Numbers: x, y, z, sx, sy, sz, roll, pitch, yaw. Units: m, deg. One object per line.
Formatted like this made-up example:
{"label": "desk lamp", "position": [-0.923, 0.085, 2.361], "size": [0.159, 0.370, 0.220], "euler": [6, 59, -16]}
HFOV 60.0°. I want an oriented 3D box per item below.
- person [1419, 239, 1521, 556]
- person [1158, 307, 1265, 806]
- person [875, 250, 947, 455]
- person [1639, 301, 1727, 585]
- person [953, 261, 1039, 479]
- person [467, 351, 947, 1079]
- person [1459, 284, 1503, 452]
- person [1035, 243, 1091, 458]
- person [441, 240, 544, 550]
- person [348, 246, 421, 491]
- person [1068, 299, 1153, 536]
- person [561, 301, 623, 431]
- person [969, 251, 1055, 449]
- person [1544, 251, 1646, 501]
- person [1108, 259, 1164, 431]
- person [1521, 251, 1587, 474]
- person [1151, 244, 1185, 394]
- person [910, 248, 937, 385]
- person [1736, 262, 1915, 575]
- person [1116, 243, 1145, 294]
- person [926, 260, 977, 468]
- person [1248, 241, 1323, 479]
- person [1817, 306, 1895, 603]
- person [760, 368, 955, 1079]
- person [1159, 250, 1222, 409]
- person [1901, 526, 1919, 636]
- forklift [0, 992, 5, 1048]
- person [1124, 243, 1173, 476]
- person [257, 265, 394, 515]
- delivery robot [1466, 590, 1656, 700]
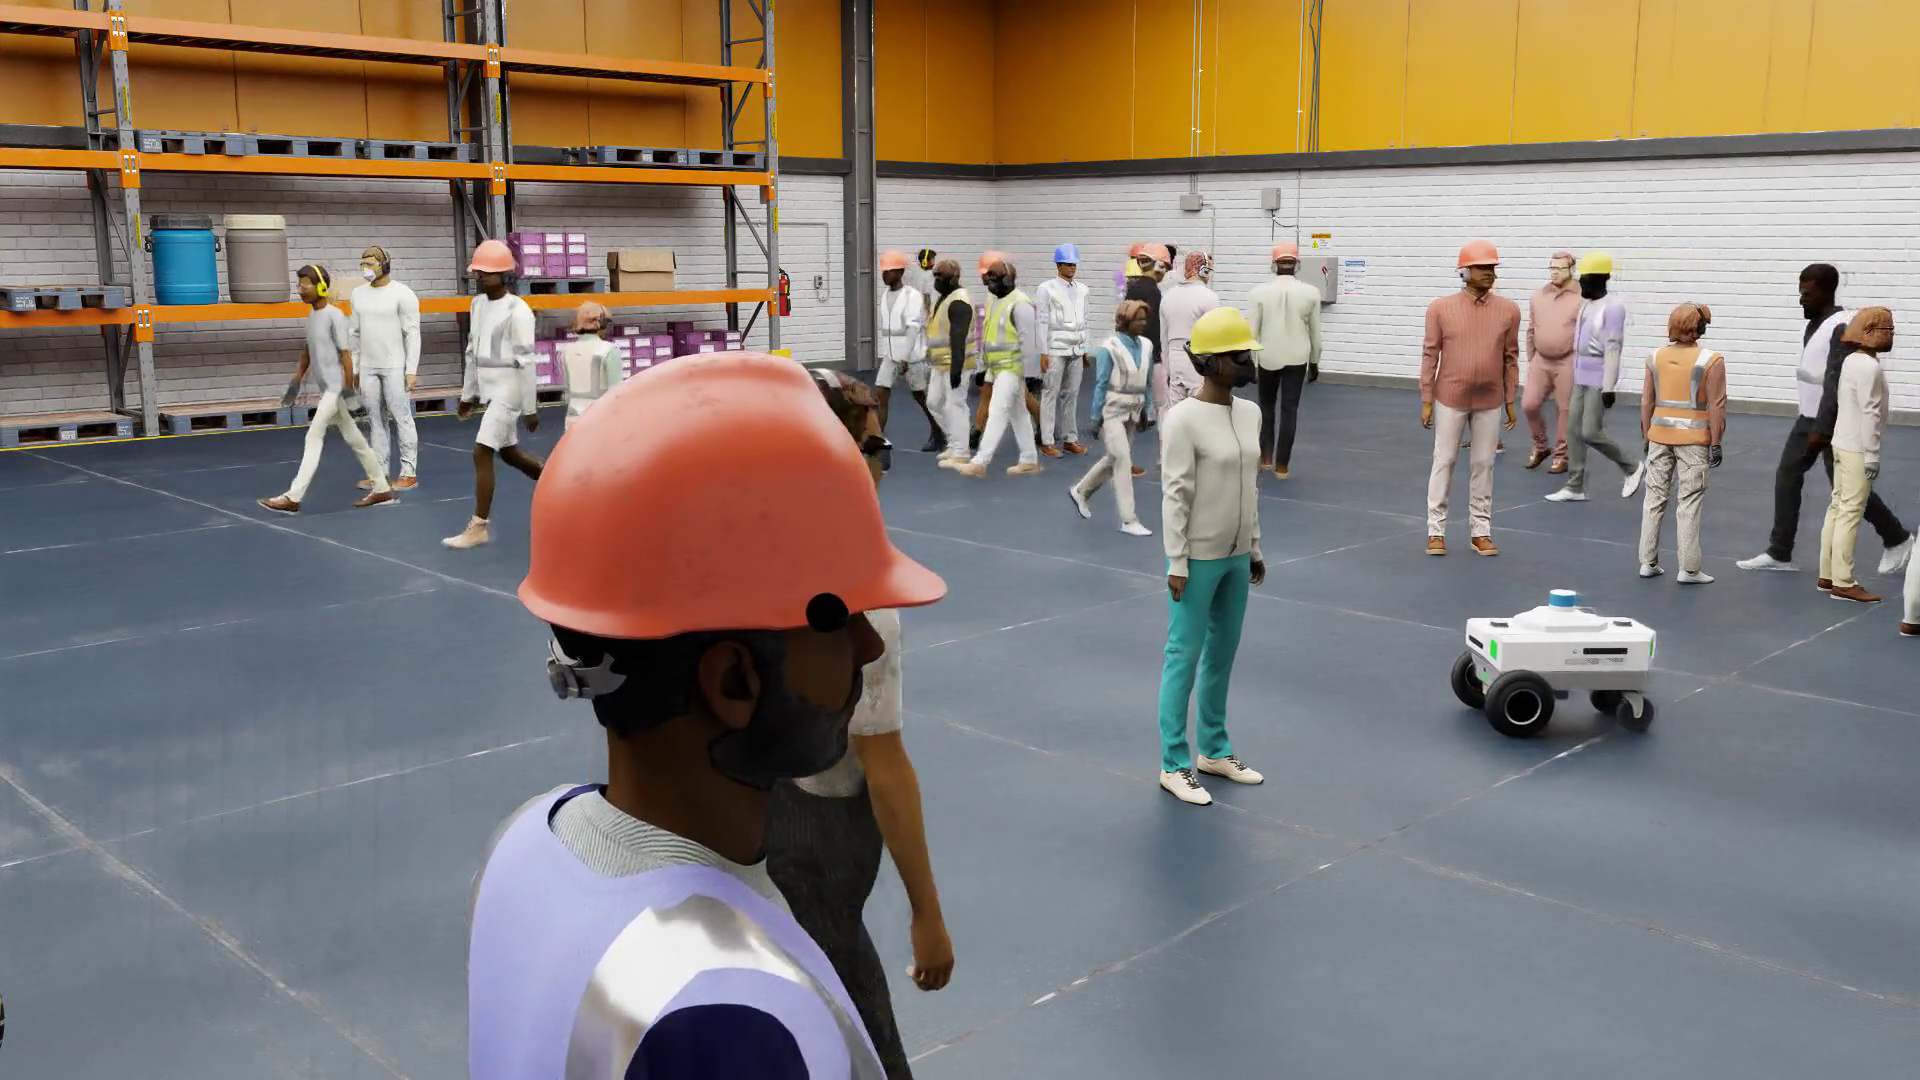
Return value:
{"label": "person", "position": [3.221, -0.892, 10.523], "size": [0.622, 1.996, 0.369], "euler": [0, 10, 2]}
{"label": "person", "position": [0.919, 0.053, 5.995], "size": [0.300, 1.772, 0.532], "euler": [10, 14, 44]}
{"label": "person", "position": [-0.515, -1.720, 15.363], "size": [0.545, 1.895, 0.996], "euler": [9, 13, 39]}
{"label": "person", "position": [4.198, -0.561, 9.689], "size": [0.309, 1.645, 0.514], "euler": [-7, 13, -35]}
{"label": "person", "position": [0.303, -1.411, 13.893], "size": [0.903, 1.798, 0.654], "euler": [-4, 11, -19]}
{"label": "person", "position": [-0.183, 0.824, 1.329], "size": [0.361, 1.939, 0.543], "euler": [-6, 12, -31]}
{"label": "person", "position": [4.856, -1.603, 15.455], "size": [0.502, 1.603, 0.514], "euler": [2, 11, 10]}
{"label": "person", "position": [0.951, -1.726, 15.208], "size": [0.605, 1.948, 0.388], "euler": [-8, 13, -37]}
{"label": "person", "position": [-2.932, -0.960, 10.903], "size": [0.990, 2.005, 0.622], "euler": [-9, 13, -39]}
{"label": "person", "position": [-4.576, -1.357, 13.220], "size": [0.636, 1.939, 0.364], "euler": [4, 11, 20]}
{"label": "person", "position": [1.043, -0.864, 11.457], "size": [0.528, 1.601, 0.819], "euler": [-10, 14, -43]}
{"label": "person", "position": [-2.240, -0.663, 10.304], "size": [0.583, 1.610, 0.425], "euler": [7, 13, 34]}
{"label": "person", "position": [0.437, -1.784, 15.740], "size": [1.014, 1.881, 0.593], "euler": [-5, 11, -23]}
{"label": "person", "position": [4.834, -1.218, 12.550], "size": [0.642, 1.905, 0.597], "euler": [-1, 10, -5]}
{"label": "person", "position": [1.782, -1.959, 16.941], "size": [0.614, 1.777, 0.942], "euler": [10, 14, 42]}
{"label": "person", "position": [5.079, -1.498, 14.136], "size": [0.649, 1.894, 0.439], "euler": [9, 14, 41]}
{"label": "person", "position": [2.700, -2.761, 20.964], "size": [1.025, 1.923, 0.612], "euler": [8, 13, 36]}
{"label": "person", "position": [-0.561, -2.978, 22.308], "size": [0.464, 1.846, 0.550], "euler": [-8, 13, -38]}
{"label": "person", "position": [5.256, -0.717, 9.928], "size": [0.943, 1.875, 0.623], "euler": [1, 10, 5]}
{"label": "person", "position": [2.418, -3.081, 22.740], "size": [0.571, 1.901, 0.886], "euler": [-5, 12, -26]}
{"label": "person", "position": [-0.076, -1.509, 14.418], "size": [0.436, 1.813, 0.659], "euler": [-4, 11, -19]}
{"label": "person", "position": [2.737, -1.523, 14.042], "size": [0.636, 1.963, 0.766], "euler": [2, 11, 10]}
{"label": "person", "position": [5.017, -0.481, 9.275], "size": [0.279, 1.634, 0.499], "euler": [2, 11, 13]}
{"label": "person", "position": [-0.276, 0.590, 3.007], "size": [0.982, 1.800, 0.528], "euler": [-7, 12, -33]}
{"label": "person", "position": [1.873, -1.336, 13.207], "size": [0.407, 1.904, 0.639], "euler": [-7, 13, -34]}
{"label": "person", "position": [4.934, -0.279, 8.208], "size": [0.288, 1.622, 0.494], "euler": [-2, 11, -11]}
{"label": "forklift", "position": [-3.245, 0.323, 3.363], "size": [2.313, 2.155, 1.214], "euler": [2, 11, 13]}
{"label": "person", "position": [1.636, -1.491, 13.916], "size": [0.812, 1.948, 0.609], "euler": [-4, 11, -20]}
{"label": "person", "position": [-4.651, -1.092, 12.156], "size": [1.012, 1.803, 0.488], "euler": [-7, 13, -35]}
{"label": "delivery robot", "position": [2.484, 0.450, 6.890], "size": [0.707, 0.478, 0.477], "euler": [0, 10, -2]}
